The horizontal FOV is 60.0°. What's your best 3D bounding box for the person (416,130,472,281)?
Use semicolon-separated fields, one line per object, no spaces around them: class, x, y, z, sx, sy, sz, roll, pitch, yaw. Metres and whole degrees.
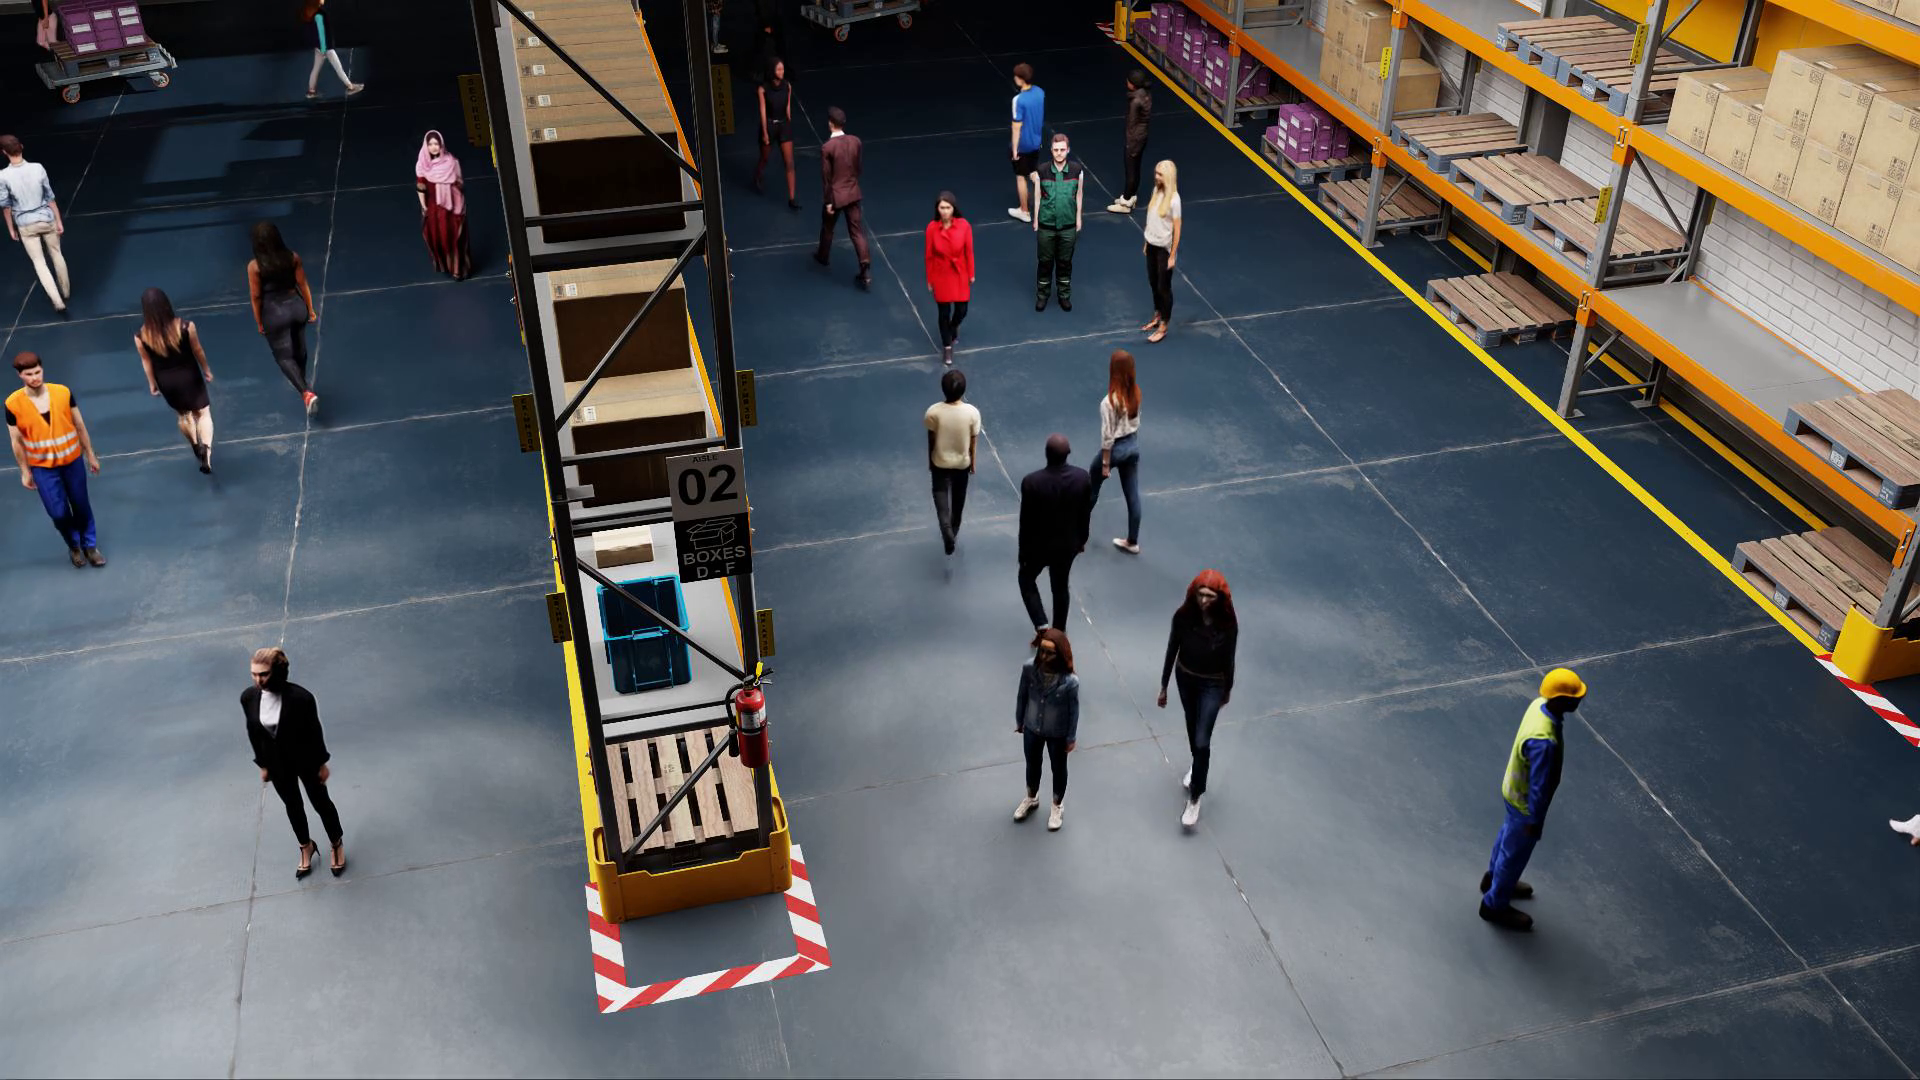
person;-5.446;-3.549;17.510;0.700;1.642;0.656;-10;35;-15

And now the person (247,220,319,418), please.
person;-6.075;-1.988;15.031;1.004;1.787;1.256;-26;41;-33

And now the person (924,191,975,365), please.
person;-0.104;-2.534;15.897;0.706;1.739;0.782;-2;34;-4

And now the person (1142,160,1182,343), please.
person;2.003;-2.865;16.297;0.741;1.846;0.619;-19;38;-27

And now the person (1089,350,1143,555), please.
person;1.324;-0.653;13.100;0.832;1.700;1.067;-25;41;-33

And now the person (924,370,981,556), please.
person;-0.067;-0.583;13.114;0.689;1.569;0.911;-2;34;-4

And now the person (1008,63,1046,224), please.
person;0.818;-4.412;18.623;1.036;1.848;0.935;28;43;35

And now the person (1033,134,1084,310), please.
person;0.990;-3.222;16.837;0.698;1.842;0.652;-1;34;-2

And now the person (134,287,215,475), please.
person;-6.579;-1.296;14.075;0.699;1.694;0.973;-12;36;-18

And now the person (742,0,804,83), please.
person;-2.731;-7.134;22.811;1.078;1.745;1.103;13;36;18

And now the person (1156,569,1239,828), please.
person;1.563;0.896;10.717;0.910;1.760;0.985;17;37;24

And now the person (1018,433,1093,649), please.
person;0.674;0.096;11.877;0.716;1.807;0.664;-9;35;-14

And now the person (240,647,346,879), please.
person;-4.030;1.349;10.083;0.661;1.707;0.620;0;34;-1

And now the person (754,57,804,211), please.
person;-2.181;-4.715;19.221;0.832;1.691;1.285;-18;37;-24

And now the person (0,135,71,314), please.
person;-9.296;-3.152;16.746;0.886;1.828;1.125;-22;39;-29

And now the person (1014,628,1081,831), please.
person;0.557;1.181;10.544;0.641;1.477;0.681;14;36;20

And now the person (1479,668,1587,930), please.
person;3.344;1.490;9.777;0.814;1.812;0.715;12;35;17

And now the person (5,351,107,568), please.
person;-7.050;-0.644;12.931;0.819;1.873;0.831;-25;41;-33

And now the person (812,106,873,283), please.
person;-1.168;-3.541;17.342;0.961;1.815;1.328;-21;39;-28

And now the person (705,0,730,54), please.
person;-3.582;-7.758;24.145;0.582;1.307;0.458;-9;35;-14

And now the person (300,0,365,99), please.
person;-8.631;-6.631;22.313;0.864;1.459;1.002;-22;39;-29

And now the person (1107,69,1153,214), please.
person;2.015;-4.550;18.998;0.775;1.661;0.717;25;41;32
